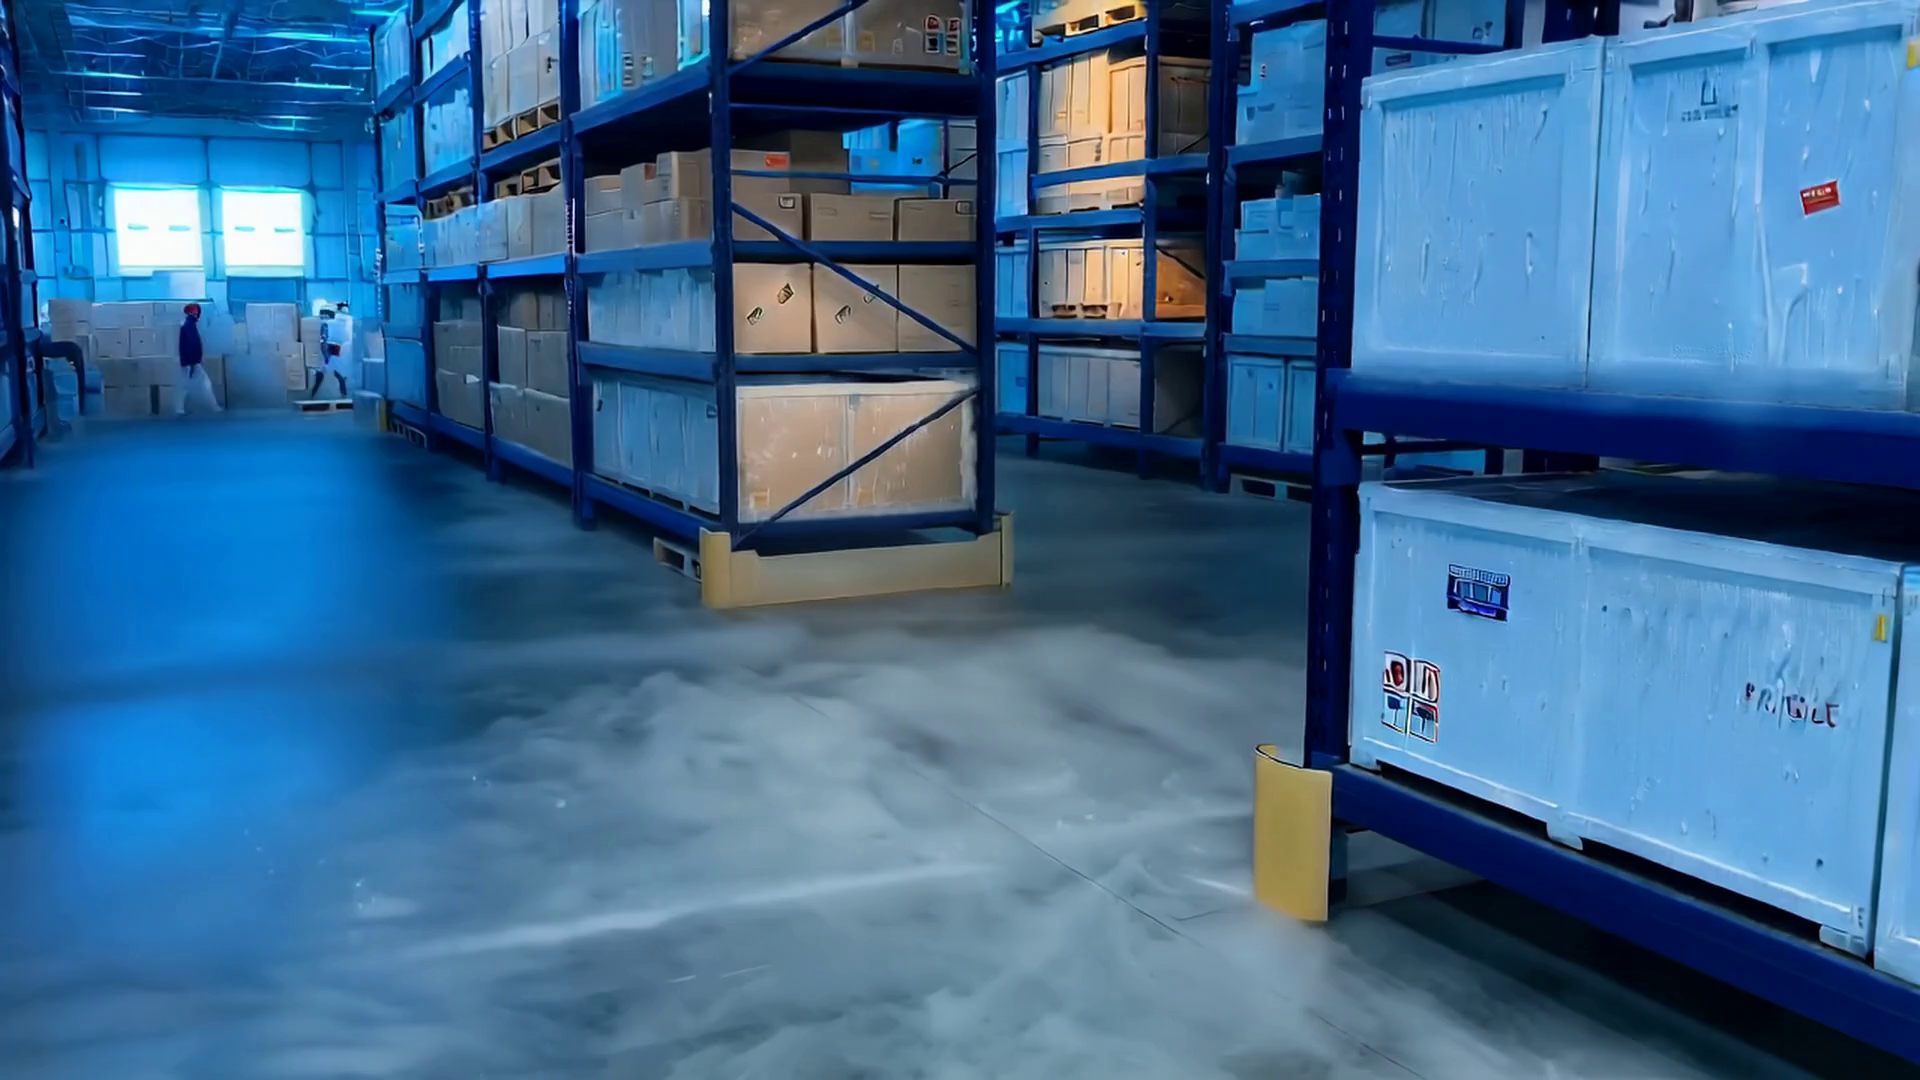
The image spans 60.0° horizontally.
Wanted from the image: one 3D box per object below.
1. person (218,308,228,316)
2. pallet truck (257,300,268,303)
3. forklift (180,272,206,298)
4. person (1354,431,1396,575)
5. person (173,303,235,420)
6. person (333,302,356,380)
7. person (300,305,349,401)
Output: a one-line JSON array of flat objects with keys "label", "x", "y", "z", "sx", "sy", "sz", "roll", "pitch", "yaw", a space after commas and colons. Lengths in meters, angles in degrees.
[{"label": "person", "x": -15.291, "y": -3.896, "z": 34.515, "sx": 0.630, "sy": 1.842, "sz": 0.429, "roll": 7, "pitch": 11, "yaw": 42}, {"label": "pallet truck", "x": -23.913, "y": -7.404, "z": 58.171, "sx": 1.885, "sy": 1.965, "sz": 0.823, "roll": -1, "pitch": 8, "yaw": -9}, {"label": "forklift", "x": -23.404, "y": -6.797, "z": 50.961, "sx": 1.873, "sy": 2.768, "sz": 1.129, "roll": 1, "pitch": 8, "yaw": 5}, {"label": "person", "x": 3.030, "y": -0.584, "z": 12.259, "sx": 0.737, "sy": 1.672, "sz": 0.534, "roll": -4, "pitch": 9, "yaw": -28}, {"label": "person", "x": -12.735, "y": -2.982, "z": 27.832, "sx": 0.992, "sy": 1.943, "sz": 0.635, "roll": -6, "pitch": 10, "yaw": -35}, {"label": "person", "x": -15.241, "y": -4.907, "z": 41.180, "sx": 0.371, "sy": 1.934, "sz": 0.627, "roll": 2, "pitch": 8, "yaw": 13}, {"label": "person", "x": -12.413, "y": -3.627, "z": 32.488, "sx": 0.985, "sy": 1.883, "sz": 0.575, "roll": 1, "pitch": 8, "yaw": 8}]
